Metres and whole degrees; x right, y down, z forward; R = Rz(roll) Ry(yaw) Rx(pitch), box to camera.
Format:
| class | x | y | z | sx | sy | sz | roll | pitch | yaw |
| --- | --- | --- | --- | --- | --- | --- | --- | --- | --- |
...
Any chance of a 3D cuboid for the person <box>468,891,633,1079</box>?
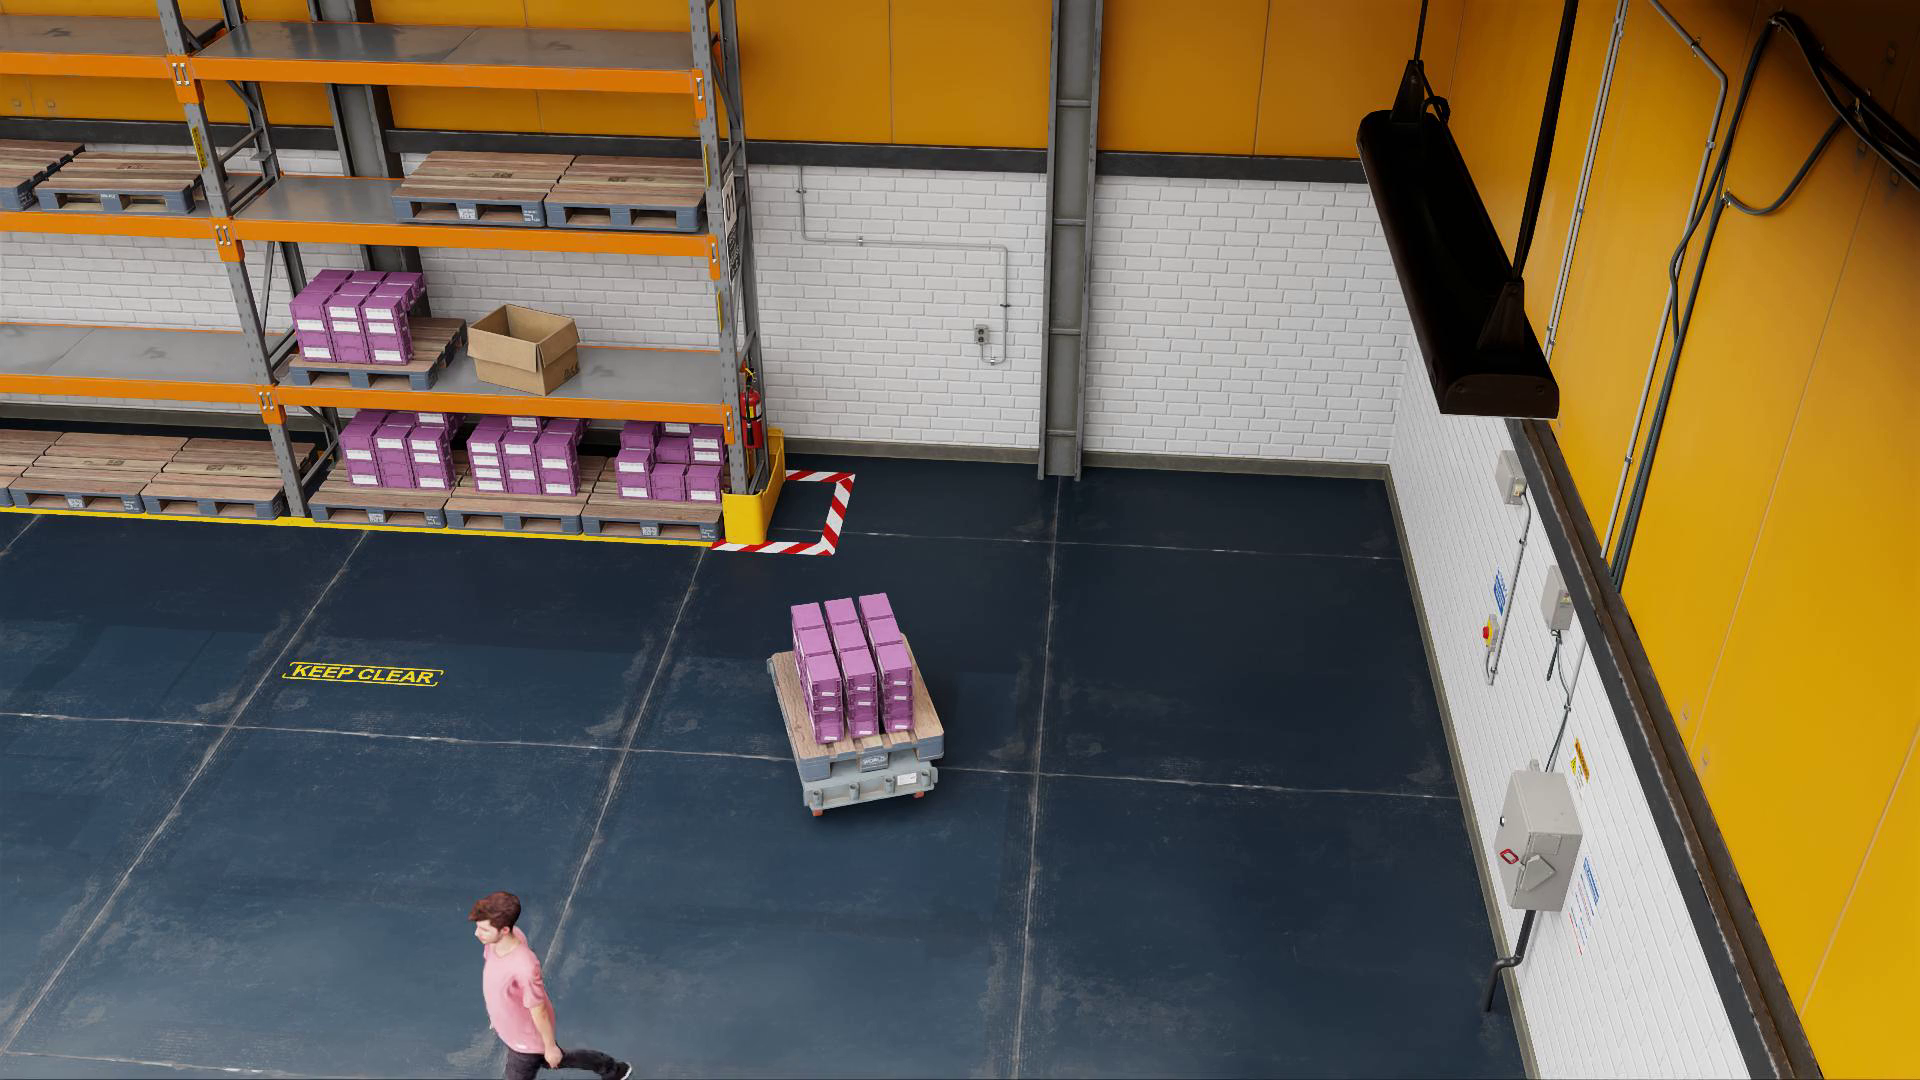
| class | x | y | z | sx | sy | sz | roll | pitch | yaw |
| --- | --- | --- | --- | --- | --- | --- | --- | --- | --- |
| person | -2.208 | 2.556 | 8.848 | 1.265 | 1.919 | 1.176 | -23 | 40 | -30 |
